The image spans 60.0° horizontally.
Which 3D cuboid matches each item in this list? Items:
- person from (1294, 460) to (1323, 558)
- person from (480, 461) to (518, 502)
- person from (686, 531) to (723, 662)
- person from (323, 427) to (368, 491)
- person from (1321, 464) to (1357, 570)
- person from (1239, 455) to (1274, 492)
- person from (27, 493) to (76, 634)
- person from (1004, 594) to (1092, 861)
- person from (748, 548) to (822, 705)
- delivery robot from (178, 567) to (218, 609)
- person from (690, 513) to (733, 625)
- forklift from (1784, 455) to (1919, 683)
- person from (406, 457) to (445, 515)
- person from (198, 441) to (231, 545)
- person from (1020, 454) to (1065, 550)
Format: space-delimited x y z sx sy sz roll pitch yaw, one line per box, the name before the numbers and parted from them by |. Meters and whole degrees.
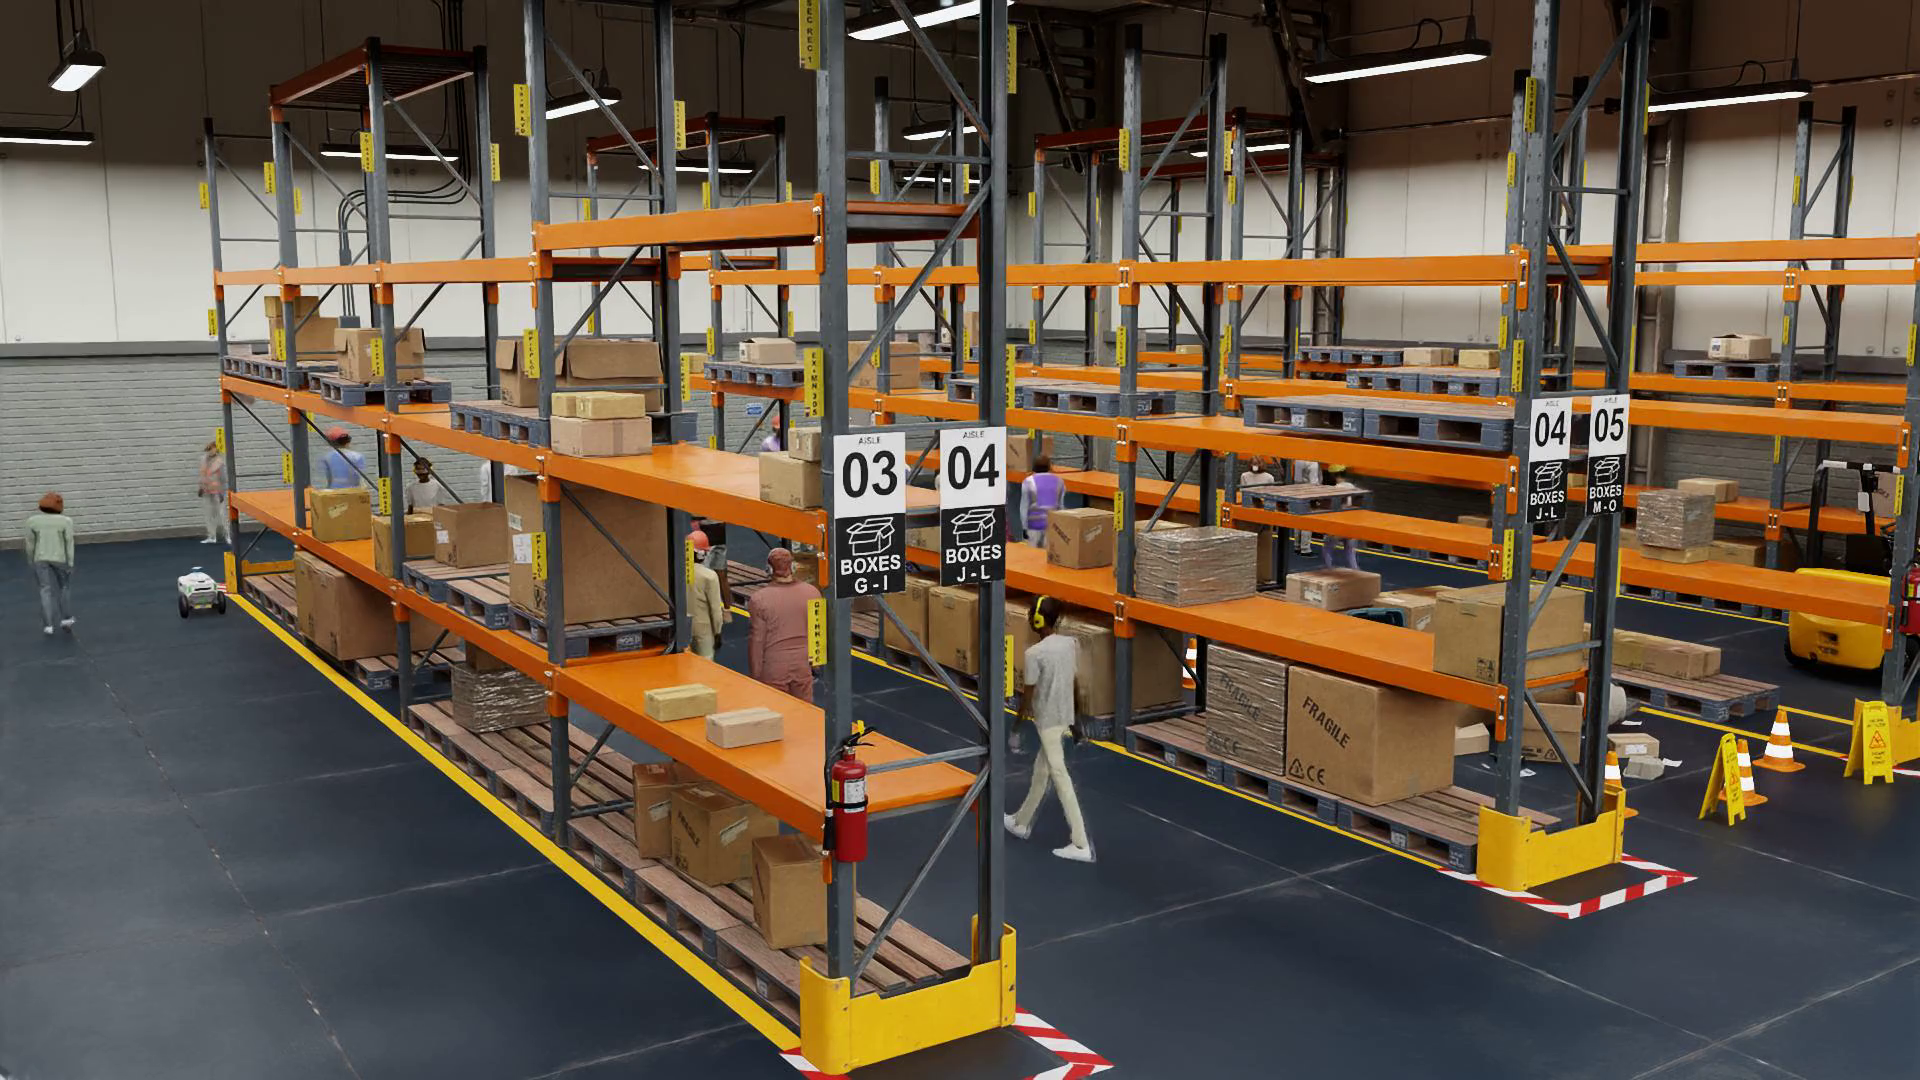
person | 5.114 -0.645 24.397 0.405 1.824 0.586 -2 9 -14
person | -6.817 -0.638 24.652 0.566 1.729 0.761 -6 11 -36
person | -2.376 0.786 15.078 0.573 1.748 0.342 4 10 26
person | -8.761 -0.635 23.831 0.668 1.978 0.769 1 9 7
person | 4.872 -0.172 21.516 0.552 1.741 0.701 -6 11 -36
person | 4.154 -0.403 23.390 0.499 1.634 0.288 4 10 27
person | -10.457 0.249 19.176 0.525 1.587 0.778 -3 9 -18
person | 0.560 1.280 11.573 0.960 1.818 0.540 6 11 37
person | -1.396 1.005 13.140 0.639 1.902 0.407 -5 10 -32
delivery robot | -9.246 0.572 20.164 0.477 0.478 0.707 -6 10 -34
person | -2.929 0.010 19.353 0.442 2.031 0.609 6 10 34
forklift | 9.643 0.253 17.172 2.313 2.155 1.214 -6 10 -33
person | -6.657 -0.119 20.774 0.498 1.861 0.331 0 9 -1
person | -11.511 -0.721 25.601 0.608 1.611 0.326 3 9 22
person | 1.041 -0.189 21.325 0.625 1.830 0.440 -3 9 -18
